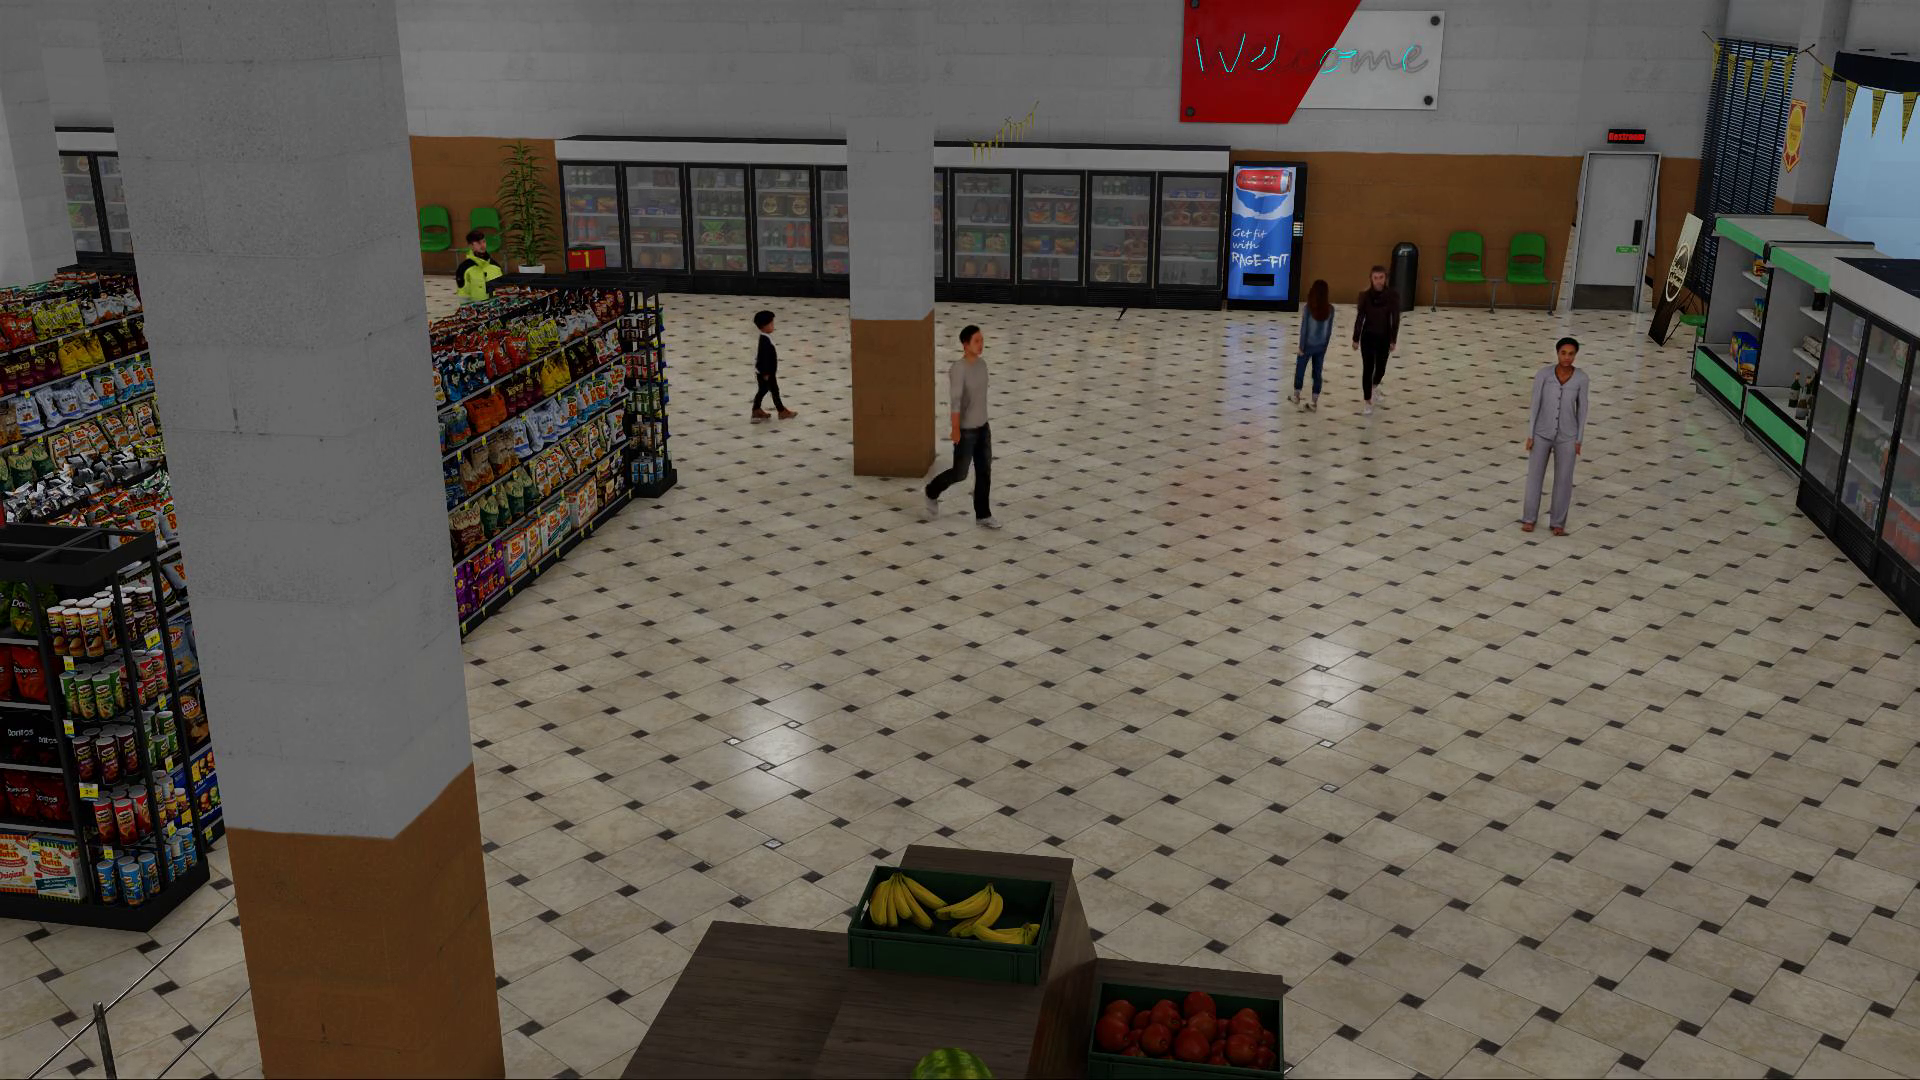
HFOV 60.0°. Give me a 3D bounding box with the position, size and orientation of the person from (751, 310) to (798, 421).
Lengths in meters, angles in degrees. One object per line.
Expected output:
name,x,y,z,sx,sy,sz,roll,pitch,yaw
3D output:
person,-2.170,-1.897,18.236,0.725,1.204,0.743,-4,19,-11

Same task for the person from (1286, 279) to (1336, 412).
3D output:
person,3.999,-2.154,18.601,0.780,1.459,0.905,-6,19,-17

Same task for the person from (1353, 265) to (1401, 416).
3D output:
person,4.641,-2.237,18.537,0.667,1.657,1.039,1,19,2

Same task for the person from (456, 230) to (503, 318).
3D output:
person,-5.429,-2.535,18.910,0.924,1.983,0.766,13,23,34

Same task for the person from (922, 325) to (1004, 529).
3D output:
person,0.011,-1.001,14.662,0.994,1.790,1.086,12,22,32

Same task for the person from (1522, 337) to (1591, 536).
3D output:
person,5.196,-0.926,14.527,0.663,1.735,0.613,7,20,19
